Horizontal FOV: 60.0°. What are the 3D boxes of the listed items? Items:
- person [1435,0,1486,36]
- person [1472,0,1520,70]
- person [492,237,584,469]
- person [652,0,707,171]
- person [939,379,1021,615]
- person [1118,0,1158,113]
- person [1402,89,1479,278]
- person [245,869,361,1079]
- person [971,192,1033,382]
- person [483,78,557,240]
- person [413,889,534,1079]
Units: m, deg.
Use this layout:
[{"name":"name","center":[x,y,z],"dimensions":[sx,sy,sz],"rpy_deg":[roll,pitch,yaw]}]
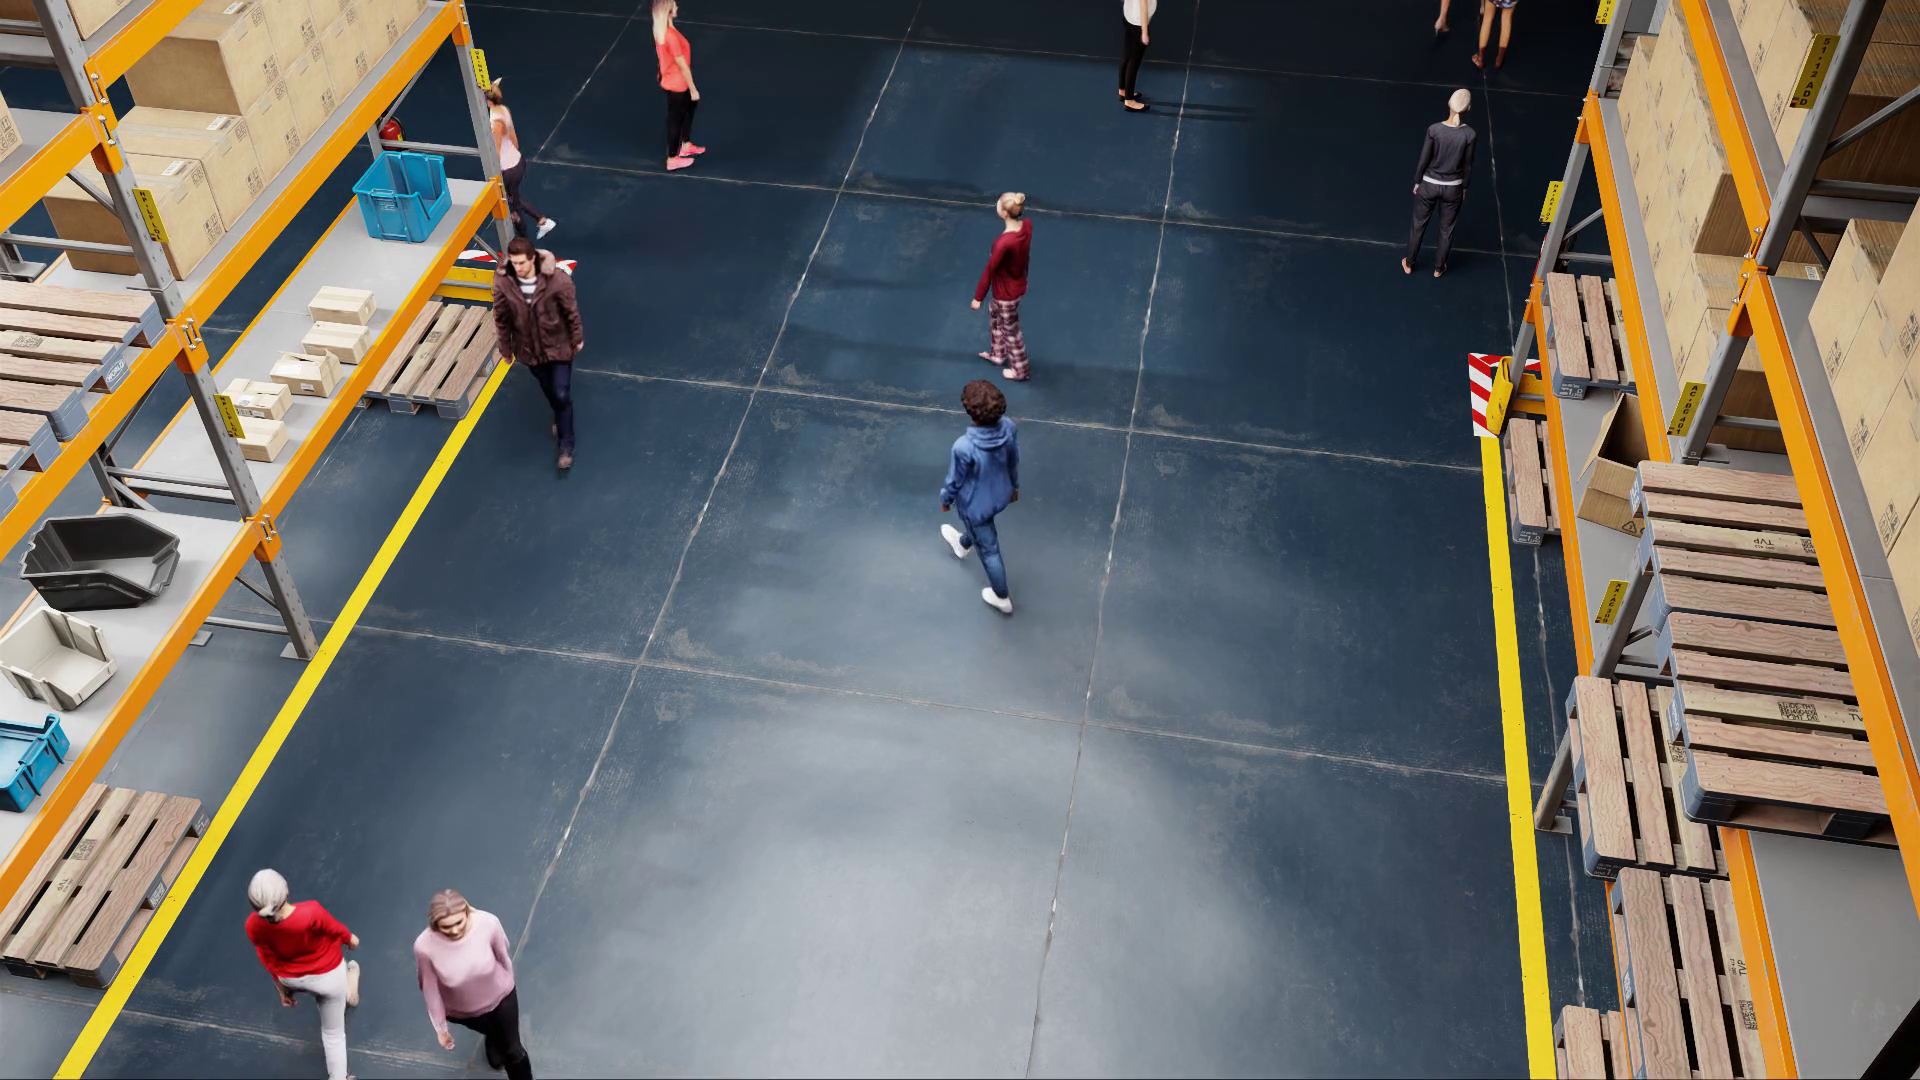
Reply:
[{"name":"person","center":[5.193,-6.019,17.066],"dimensions":[1.166,1.766,1.062],"rpy_deg":[-30,51,-27]},{"name":"person","center":[5.441,-5.549,16.595],"dimensions":[0.617,1.734,0.522],"rpy_deg":[3,44,3]},{"name":"person","center":[-3.055,-1.504,12.287],"dimensions":[0.820,1.819,1.008],"rpy_deg":[2,44,2]},{"name":"person","center":[-2.684,-4.121,15.138],"dimensions":[0.812,1.676,0.750],"rpy_deg":[-19,47,-19]},{"name":"person","center":[0.206,-0.238,10.996],"dimensions":[1.157,1.768,1.191],"rpy_deg":[-28,50,-26]},{"name":"person","center":[1.689,-4.977,16.004],"dimensions":[0.701,1.721,0.556],"rpy_deg":[-7,44,-7]},{"name":"person","center":[4.030,-2.982,13.906],"dimensions":[0.621,1.726,0.539],"rpy_deg":[11,45,11]},{"name":"person","center":[-3.270,2.291,8.435],"dimensions":[0.748,1.639,1.197],"rpy_deg":[-3,44,-3]},{"name":"person","center":[0.446,-1.911,12.810],"dimensions":[0.811,1.688,0.759],"rpy_deg":[18,46,18]},{"name":"person","center":[-3.755,-3.167,14.161],"dimensions":[0.702,1.643,0.702],"rpy_deg":[-1,44,-1]},{"name":"person","center":[-2.489,2.250,8.472],"dimensions":[0.939,1.646,1.142],"rpy_deg":[-14,45,-14]}]
